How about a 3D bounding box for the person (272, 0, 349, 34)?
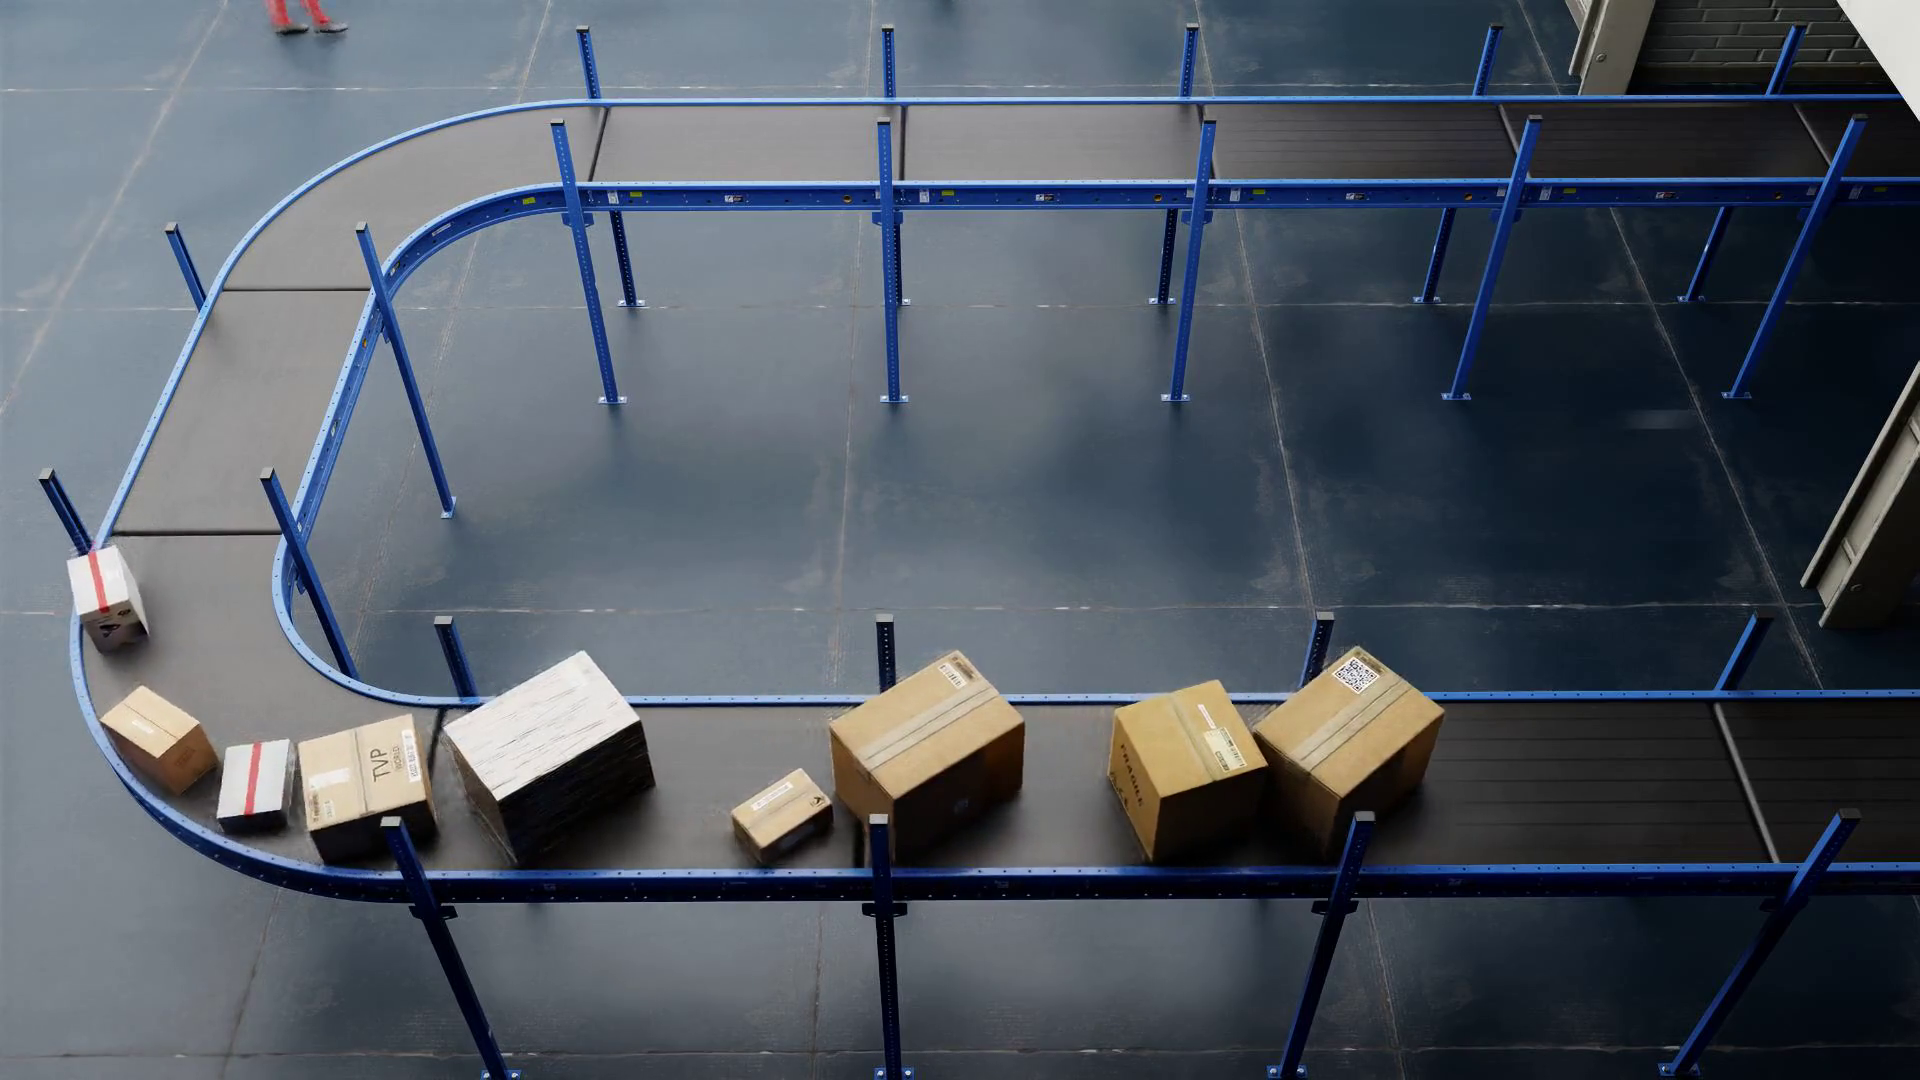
[{"bbox_3d":[-5.827,-5.224,14.955,0.739,1.736,0.553,-12,48,-11],"label":"person"}]
